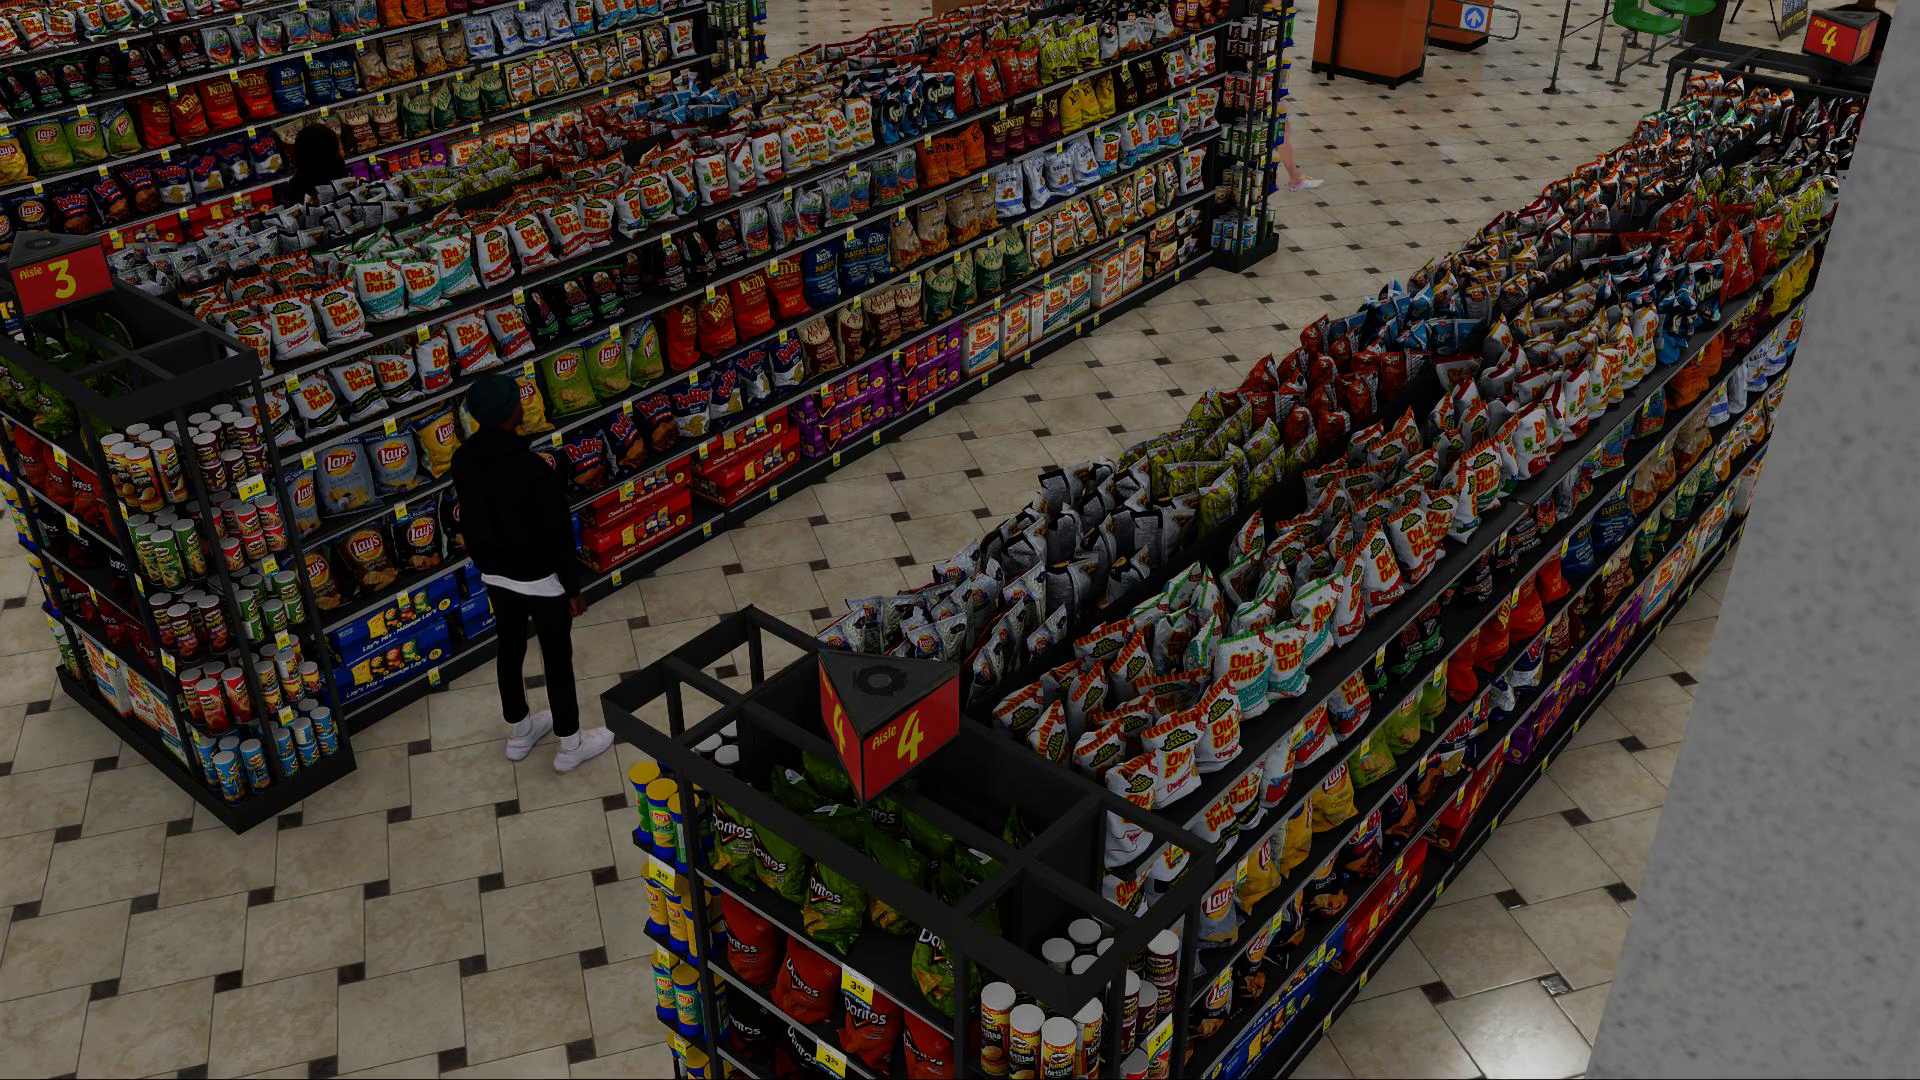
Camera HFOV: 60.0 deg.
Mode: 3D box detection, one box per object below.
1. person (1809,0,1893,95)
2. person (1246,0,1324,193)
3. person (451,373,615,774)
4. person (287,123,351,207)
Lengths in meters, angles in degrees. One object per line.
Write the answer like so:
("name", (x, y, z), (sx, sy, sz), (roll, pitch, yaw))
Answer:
("person", (6.506, -3.288, 12.354), (0.855, 1.766, 0.712), (-25, 40, -35))
("person", (2.250, -3.504, 12.765), (0.969, 1.699, 1.161), (8, 33, 13))
("person", (-1.786, 0.138, 6.800), (0.734, 1.818, 0.671), (13, 34, 20))
("person", (-3.519, -1.358, 9.220), (0.738, 1.801, 1.152), (18, 36, 27))
